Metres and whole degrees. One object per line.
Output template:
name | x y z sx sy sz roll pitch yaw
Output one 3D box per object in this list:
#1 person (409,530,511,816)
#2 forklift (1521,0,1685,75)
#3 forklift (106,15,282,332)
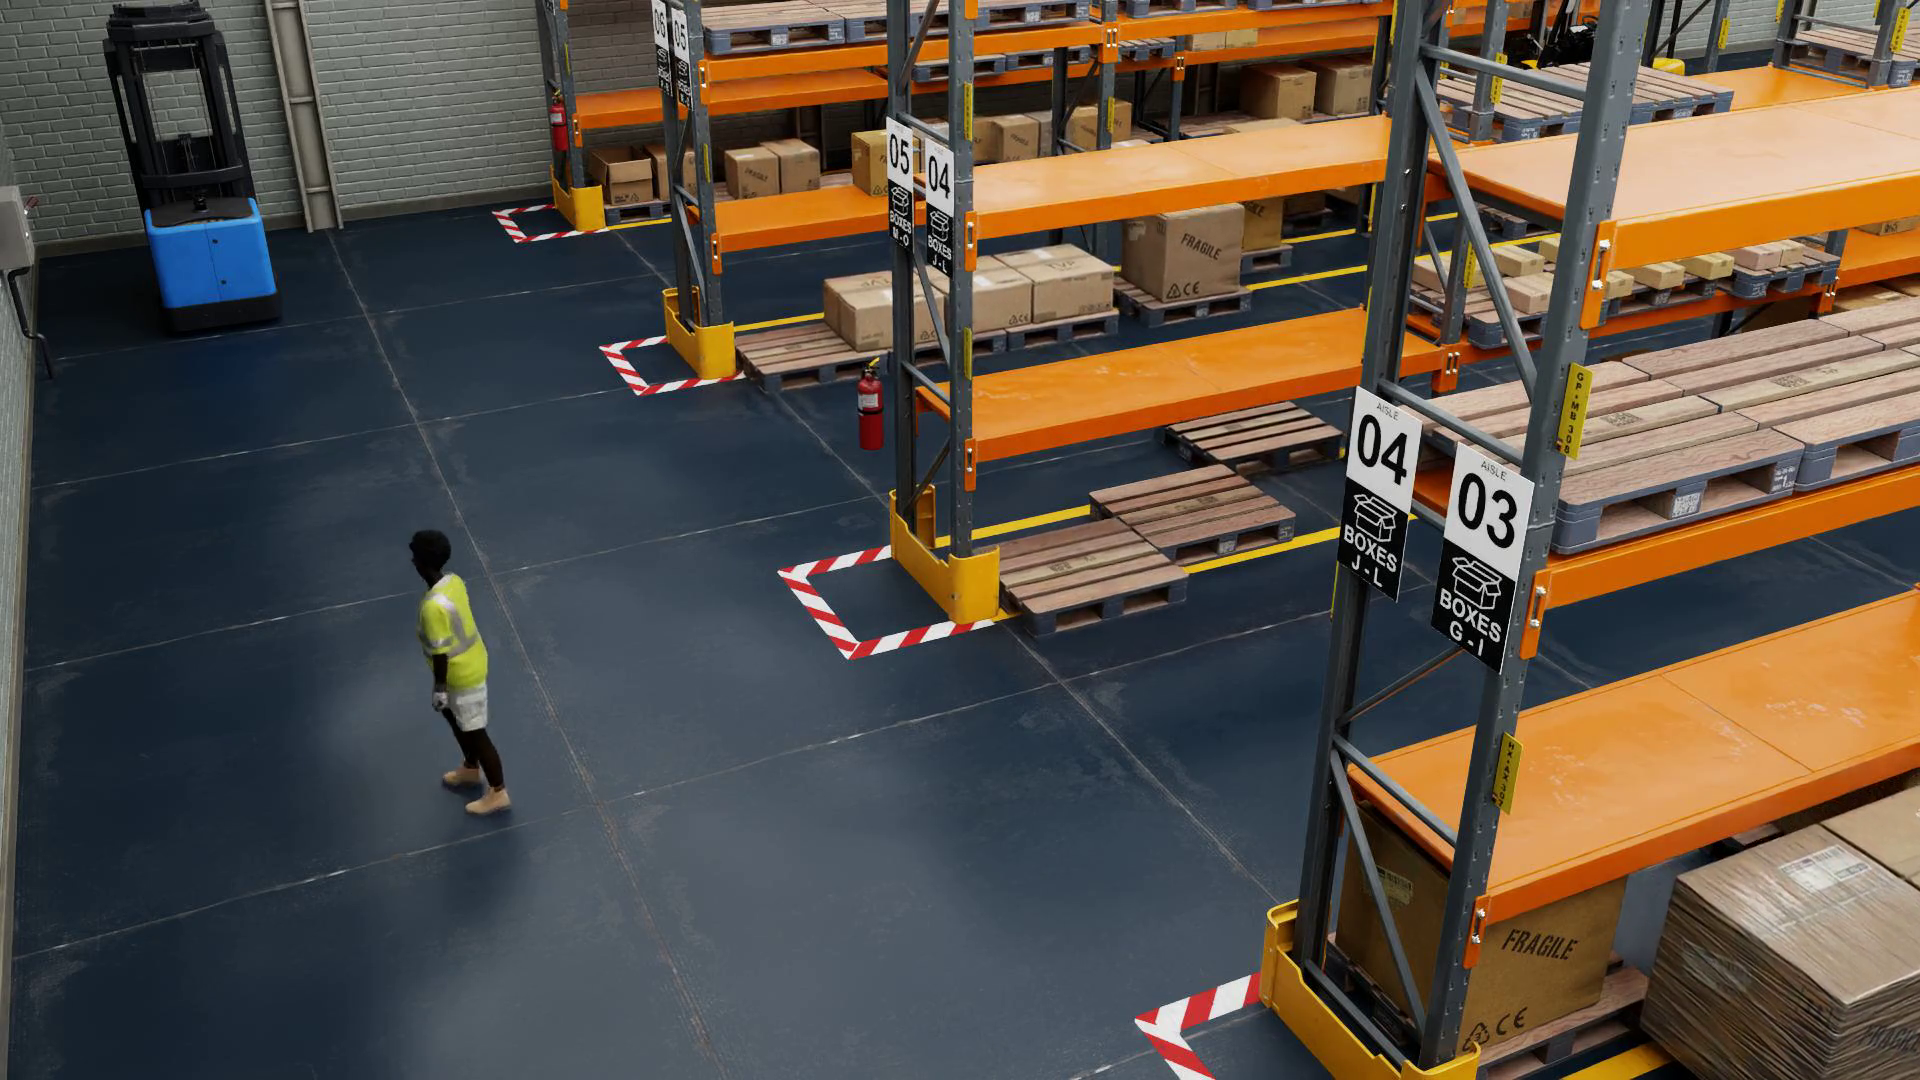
person | -2.755 0.732 9.178 0.366 1.662 0.568 -6 28 -12
forklift | 8.950 -6.807 23.056 1.214 2.155 2.313 -12 30 -22
forklift | -7.548 -3.672 16.323 1.129 2.768 1.873 -12 30 -22
